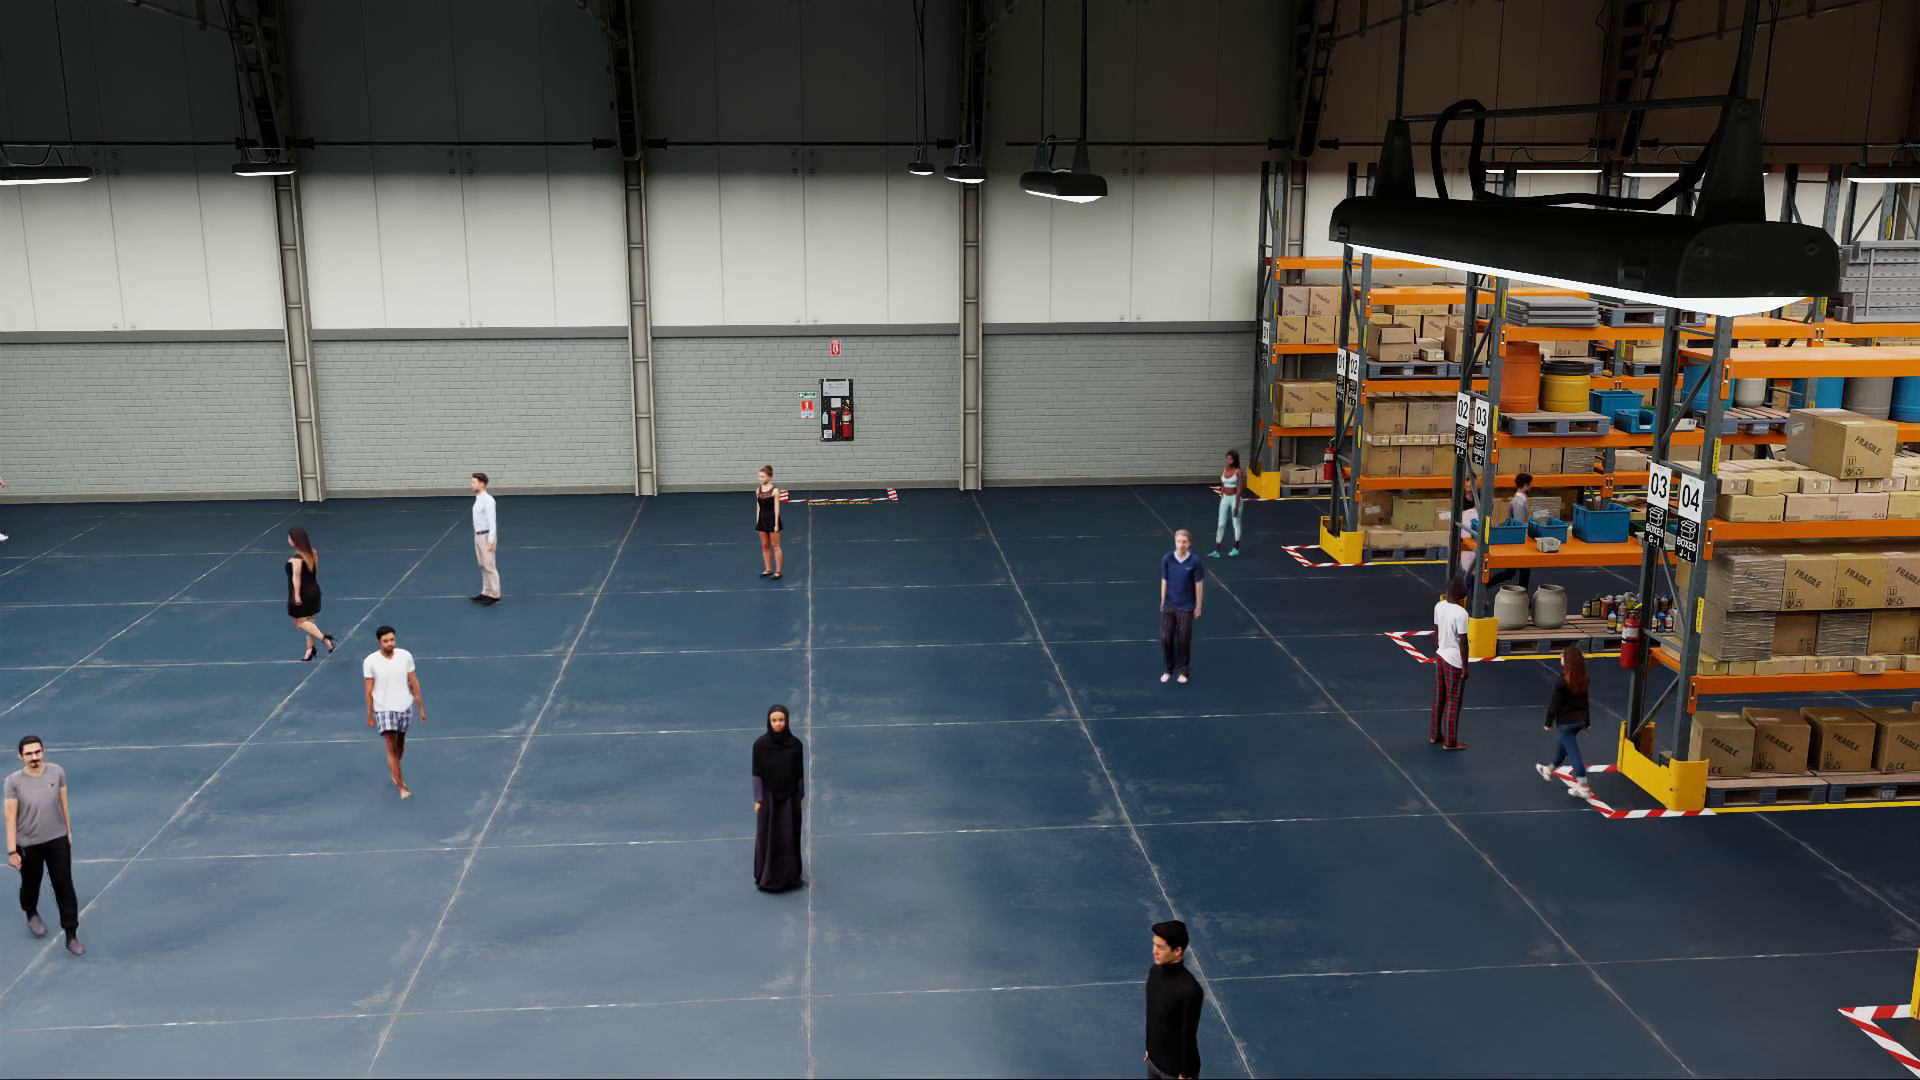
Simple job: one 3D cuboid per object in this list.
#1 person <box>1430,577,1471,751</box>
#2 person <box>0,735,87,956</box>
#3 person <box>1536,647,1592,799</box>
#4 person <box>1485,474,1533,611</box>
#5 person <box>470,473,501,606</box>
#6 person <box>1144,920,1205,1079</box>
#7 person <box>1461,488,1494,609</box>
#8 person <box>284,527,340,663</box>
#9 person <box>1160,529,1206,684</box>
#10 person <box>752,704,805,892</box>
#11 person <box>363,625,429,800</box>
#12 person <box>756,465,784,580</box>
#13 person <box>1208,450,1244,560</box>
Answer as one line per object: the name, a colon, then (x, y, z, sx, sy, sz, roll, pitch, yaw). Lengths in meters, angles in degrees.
person: (5.155, 1.277, 17.473, 0.633, 1.836, 0.712, -5, 14, -20)
person: (-7.246, 2.354, 13.065, 1.160, 1.725, 1.140, -12, 17, -41)
person: (5.971, 1.793, 16.124, 1.006, 1.438, 0.893, -7, 15, -29)
person: (7.477, 0.045, 22.645, 1.312, 1.902, 1.130, 7, 15, 26)
person: (-6.588, -0.024, 23.069, 0.764, 1.845, 0.747, -9, 16, -35)
person: (1.279, 3.078, 9.948, 0.664, 1.721, 0.701, -6, 14, -26)
person: (6.891, 0.178, 22.500, 1.185, 1.710, 0.887, -5, 14, -21)
person: (-7.910, 0.687, 20.312, 0.874, 1.705, 0.748, 2, 13, 7)
person: (2.607, 0.768, 19.624, 0.758, 1.856, 0.854, 4, 14, 18)
person: (-1.535, 2.169, 14.113, 0.546, 1.614, 0.681, -2, 13, -10)
person: (-5.544, 1.642, 16.217, 1.124, 1.692, 1.088, -10, 17, -38)
person: (-2.804, -0.269, 24.493, 0.672, 1.680, 0.751, 8, 15, 31)
person: (4.232, -0.548, 25.679, 0.994, 1.689, 1.029, 11, 17, 38)
